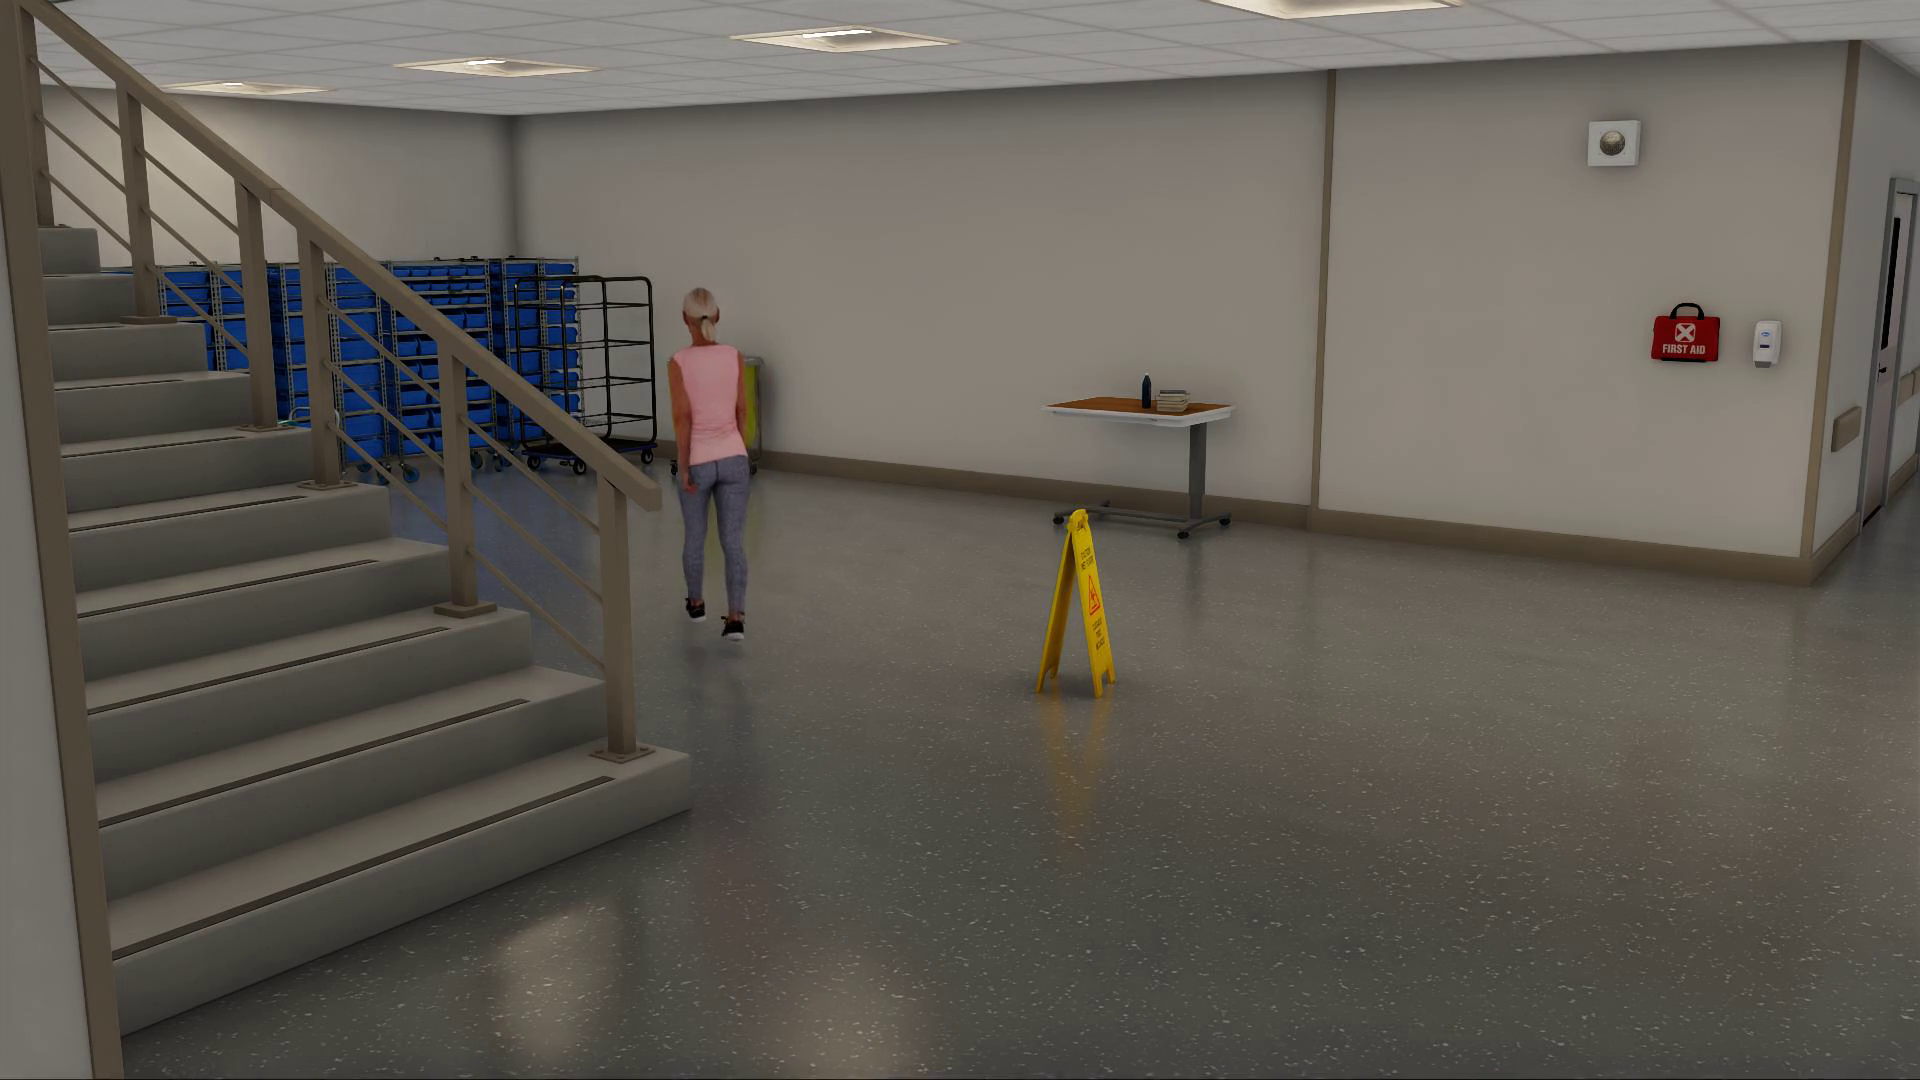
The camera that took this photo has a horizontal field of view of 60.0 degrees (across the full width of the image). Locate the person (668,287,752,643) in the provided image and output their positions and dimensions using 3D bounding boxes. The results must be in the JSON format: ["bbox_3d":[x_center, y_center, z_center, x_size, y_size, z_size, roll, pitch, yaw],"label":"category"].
[{"bbox_3d":[-1.161,-0.320,7.966,1.012,1.686,1.161,-3,11,-18],"label":"person"}]
